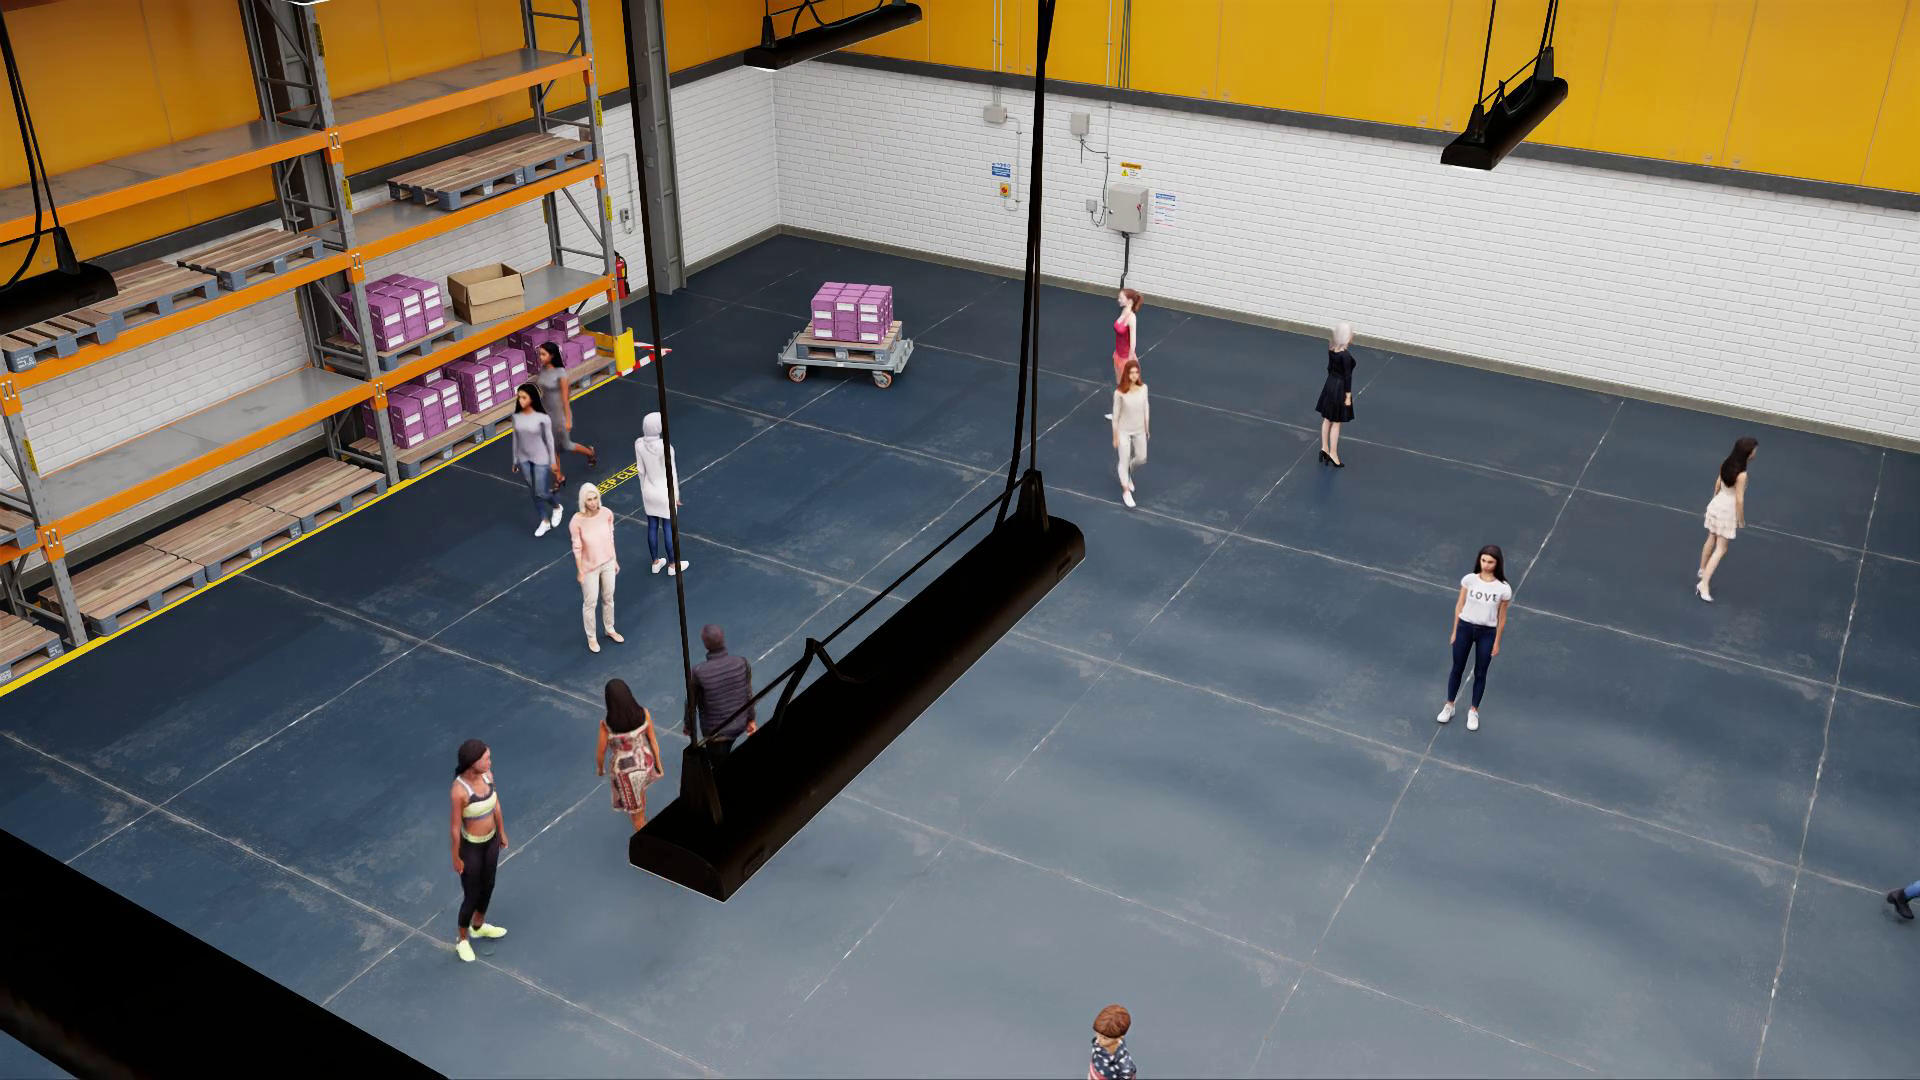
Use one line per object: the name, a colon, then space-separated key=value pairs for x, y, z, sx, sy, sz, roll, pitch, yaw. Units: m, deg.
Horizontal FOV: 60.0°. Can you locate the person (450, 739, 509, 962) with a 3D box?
person: x=-3.543 y=2.235 z=12.055 sx=0.777 sy=1.724 sz=0.462 roll=22 pitch=36 yaw=35

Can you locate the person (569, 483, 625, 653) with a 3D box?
person: x=-3.436 y=0.226 z=15.736 sx=0.574 sy=1.724 sz=0.727 roll=-22 pitch=36 yaw=-35

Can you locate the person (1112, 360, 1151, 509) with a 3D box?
person: x=1.855 y=-1.232 z=18.430 sx=0.847 sy=1.705 sz=0.897 roll=-11 pitch=30 yaw=-19

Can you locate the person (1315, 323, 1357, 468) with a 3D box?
person: x=4.369 y=-1.687 z=19.221 sx=0.748 sy=1.747 sz=0.696 roll=-9 pitch=30 yaw=-16

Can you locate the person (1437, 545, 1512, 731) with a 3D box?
person: x=4.520 y=0.834 z=14.570 sx=0.597 sy=1.775 sz=0.530 roll=13 pitch=31 yaw=22

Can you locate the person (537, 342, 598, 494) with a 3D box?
person: x=-4.449 y=-1.404 z=18.679 sx=0.621 sy=1.768 sz=0.917 roll=19 pitch=34 yaw=30

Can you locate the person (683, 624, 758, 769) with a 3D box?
person: x=-1.854 y=1.541 z=13.246 sx=1.221 sy=1.802 sz=1.117 roll=-18 pitch=33 yaw=-30

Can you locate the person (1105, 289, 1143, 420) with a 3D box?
person: x=2.003 y=-2.229 z=20.208 sx=0.727 sy=1.753 sz=0.664 roll=-6 pitch=29 yaw=-11

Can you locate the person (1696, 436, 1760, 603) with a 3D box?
person: x=7.608 y=-0.269 z=16.650 sx=0.857 sy=1.720 sz=0.691 roll=-5 pitch=29 yaw=-8

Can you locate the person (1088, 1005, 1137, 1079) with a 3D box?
person: x=0.916 y=3.408 z=10.202 sx=0.597 sy=1.439 sz=0.576 roll=-16 pitch=33 yaw=-27

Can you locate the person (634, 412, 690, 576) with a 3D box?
person: x=-3.073 y=-0.471 z=16.962 sx=0.624 sy=1.775 sz=0.558 roll=12 pitch=31 yaw=21

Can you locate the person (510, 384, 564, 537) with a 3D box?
person: x=-4.495 y=-0.885 z=17.774 sx=0.664 sy=1.725 sz=0.706 roll=10 pitch=30 yaw=17

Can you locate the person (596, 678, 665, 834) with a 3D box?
person: x=-2.519 y=1.842 z=12.893 sx=1.040 sy=1.612 sz=0.970 roll=-18 pitch=33 yaw=-29
